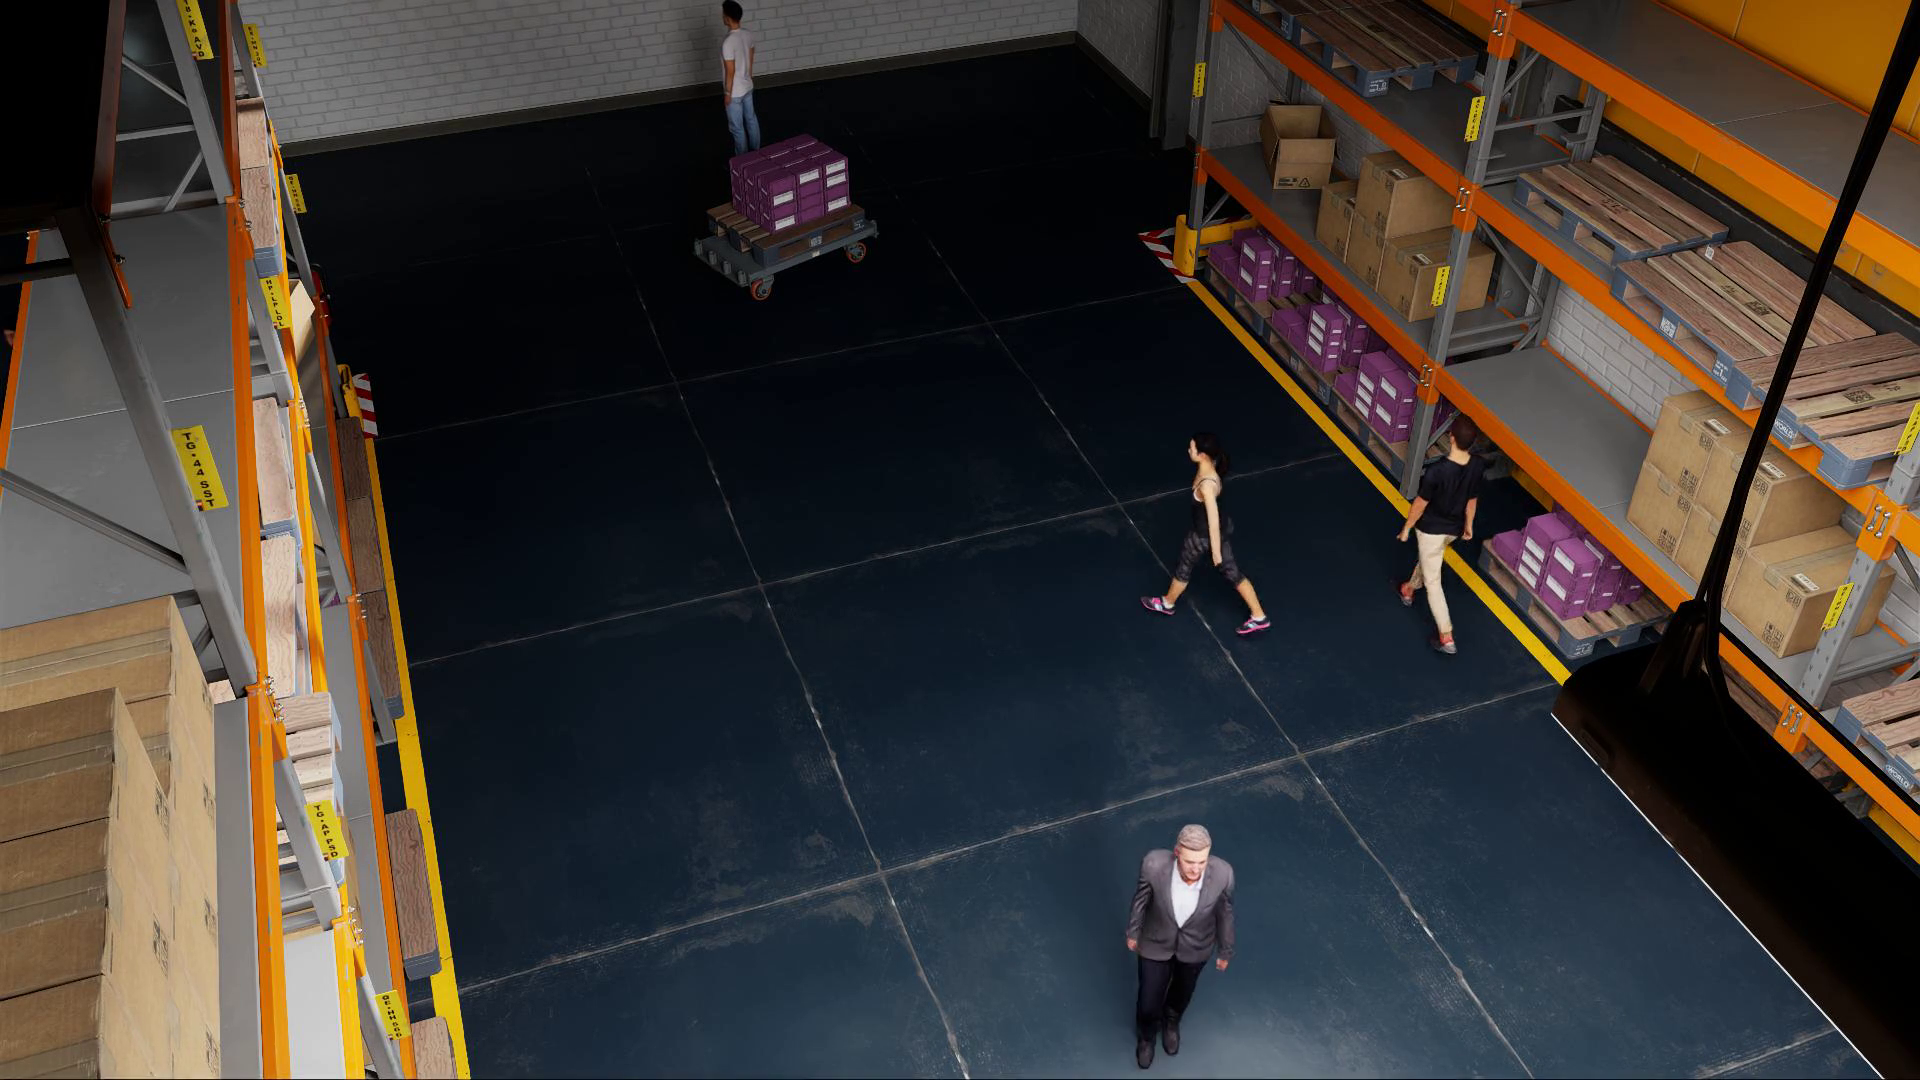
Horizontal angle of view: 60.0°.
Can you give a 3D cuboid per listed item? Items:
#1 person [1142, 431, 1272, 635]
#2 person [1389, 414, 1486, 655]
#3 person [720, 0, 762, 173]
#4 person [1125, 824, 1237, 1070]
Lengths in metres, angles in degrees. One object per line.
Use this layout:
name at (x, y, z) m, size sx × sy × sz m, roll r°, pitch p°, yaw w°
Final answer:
person at (1.877, 0.007, 11.820) m, size 1.114 × 1.661 × 1.146 m, roll 9°, pitch 39°, yaw 11°
person at (3.430, -0.018, 11.727) m, size 0.679 × 1.816 × 1.149 m, roll -14°, pitch 41°, yaw -17°
person at (-2.358, -4.830, 17.714) m, size 0.803 × 1.865 × 0.750 m, roll 17°, pitch 42°, yaw 21°
person at (1.172, 2.117, 9.049) m, size 0.858 × 1.823 × 0.836 m, roll 2°, pitch 39°, yaw 3°
